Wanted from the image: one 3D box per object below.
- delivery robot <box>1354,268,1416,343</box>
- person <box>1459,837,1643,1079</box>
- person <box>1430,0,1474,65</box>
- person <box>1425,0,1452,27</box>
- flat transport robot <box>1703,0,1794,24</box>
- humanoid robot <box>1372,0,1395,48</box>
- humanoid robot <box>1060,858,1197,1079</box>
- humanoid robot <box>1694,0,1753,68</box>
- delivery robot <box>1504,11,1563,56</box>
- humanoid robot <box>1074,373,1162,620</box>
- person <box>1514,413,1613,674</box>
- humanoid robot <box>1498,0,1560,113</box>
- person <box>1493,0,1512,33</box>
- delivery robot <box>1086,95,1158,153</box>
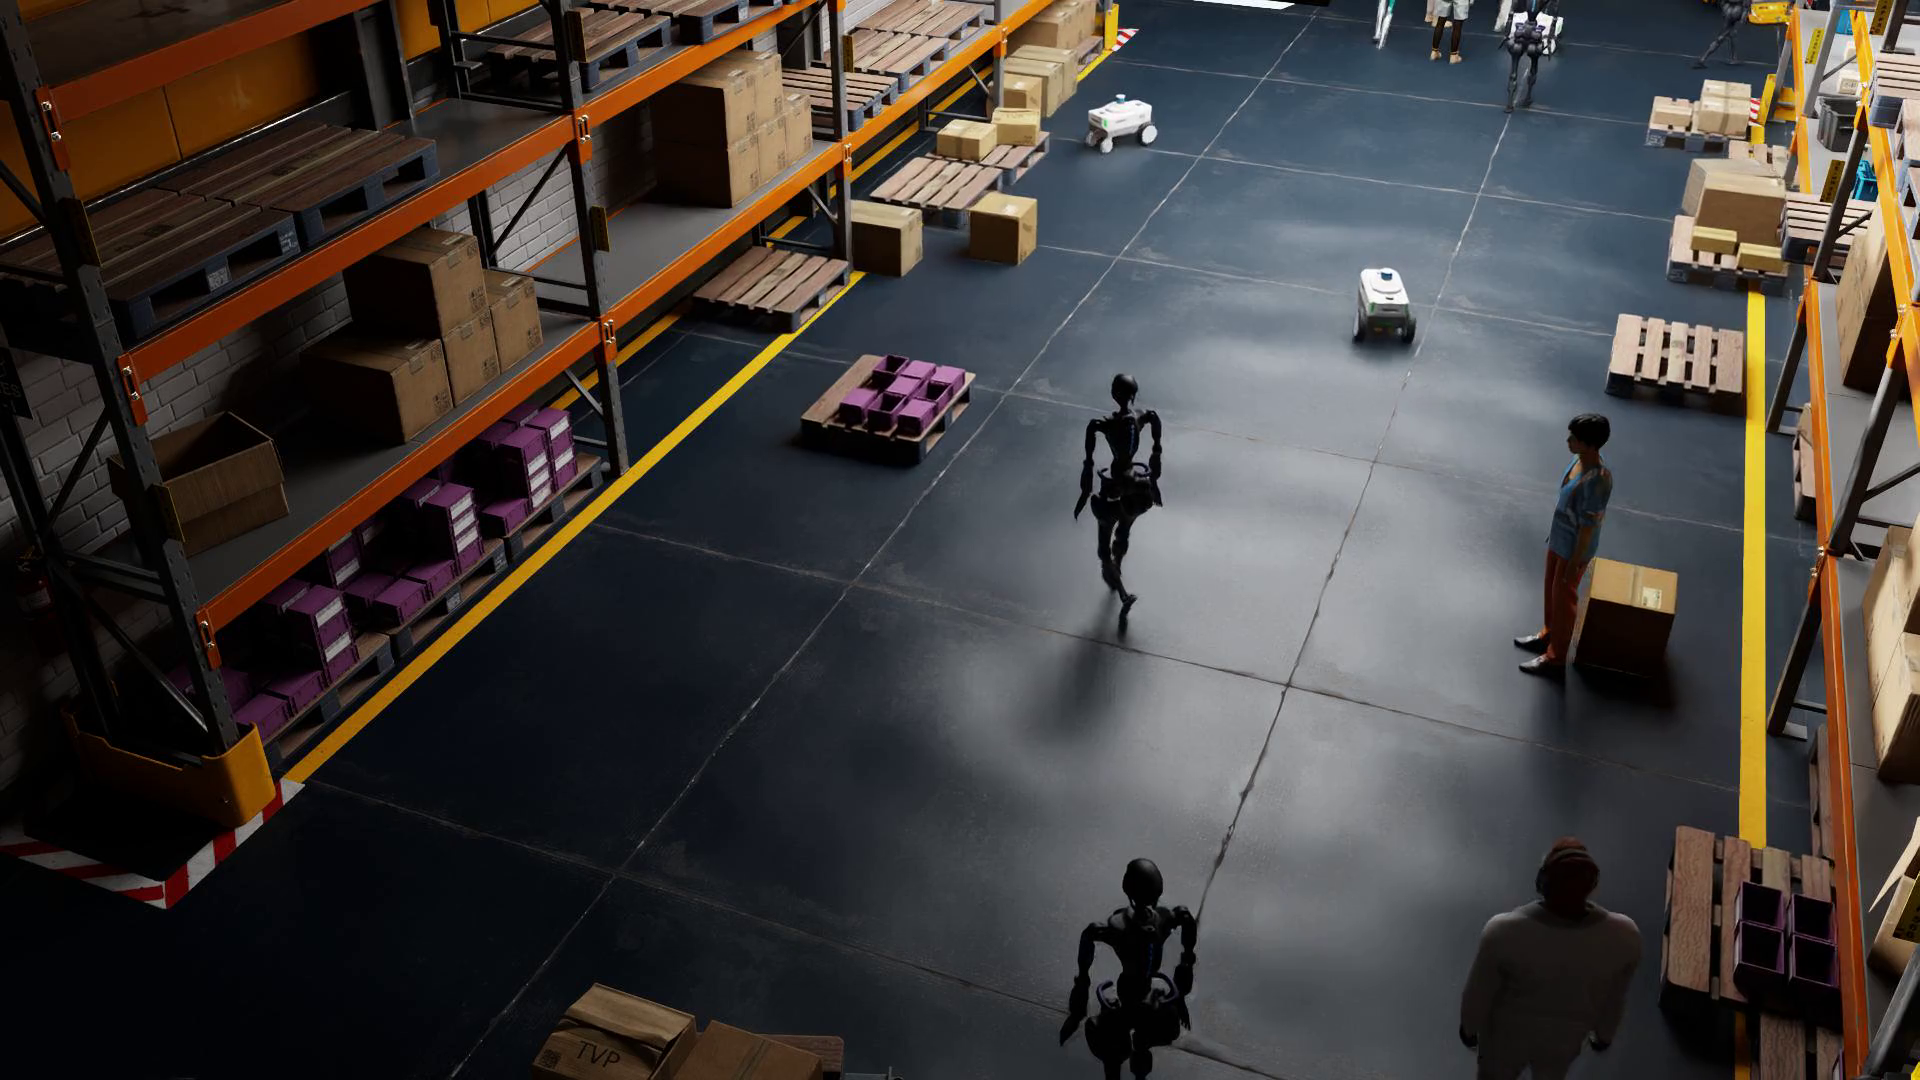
[{"bbox_3d":[3.699,-2.078,14.539,0.499,0.589,0.785,2,33,3],"label":"delivery robot"},{"bbox_3d":[2.414,2.024,6.961,0.665,1.891,0.515,2,33,4],"label":"person"},{"bbox_3d":[6.218,-6.844,20.870,0.532,1.693,0.320,25,40,33],"label":"person"},{"bbox_3d":[6.545,-7.814,22.293,0.324,1.777,0.469,-3,33,-4],"label":"person"},{"bbox_3d":[10.977,-7.488,23.181,0.659,0.231,1.431,-7,34,-11],"label":"flat transport robot"},{"bbox_3d":[5.603,-7.237,21.487,0.571,1.818,0.789,13,35,20],"label":"humanoid robot"},{"bbox_3d":[0.727,2.029,7.157,0.590,1.650,0.401,-9,34,-14],"label":"humanoid robot"},{"bbox_3d":[9.624,-6.684,20.682,0.704,1.617,0.609,0,33,0],"label":"humanoid robot"},{"bbox_3d":[7.433,-6.617,21.556,0.738,0.580,0.514,12,35,18],"label":"delivery robot"},{"bbox_3d":[1.080,-0.298,10.771,0.608,1.628,0.644,-11,35,-17],"label":"humanoid robot"},{"bbox_3d":[3.720,0.020,10.190,0.338,1.759,0.501,3,33,4],"label":"person"},{"bbox_3d":[6.606,-5.848,19.355,0.612,1.641,0.547,13,35,20],"label":"humanoid robot"},{"bbox_3d":[7.368,-7.798,22.193,0.555,1.869,0.828,21,38,29],"label":"person"},{"bbox_3d":[1.799,-4.654,18.549,0.815,0.614,0.499,-20,38,-28],"label":"delivery robot"}]
